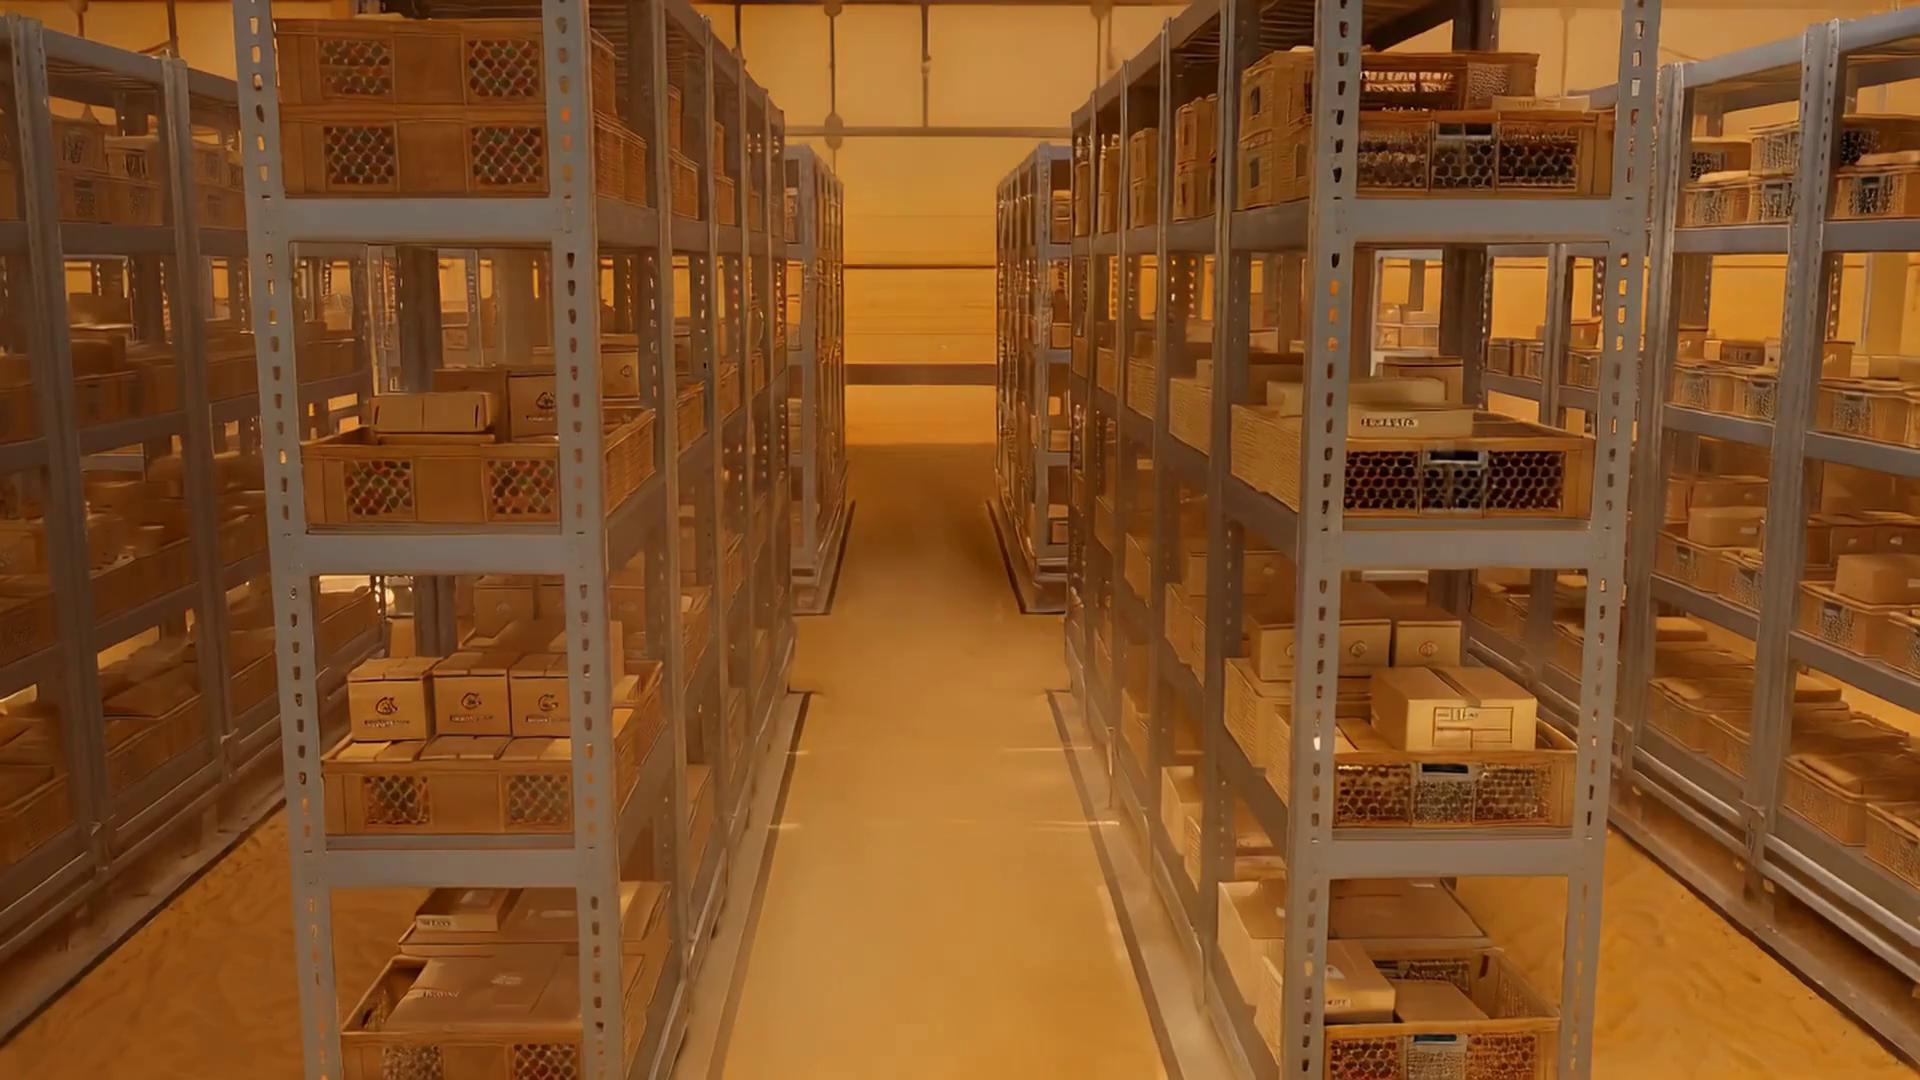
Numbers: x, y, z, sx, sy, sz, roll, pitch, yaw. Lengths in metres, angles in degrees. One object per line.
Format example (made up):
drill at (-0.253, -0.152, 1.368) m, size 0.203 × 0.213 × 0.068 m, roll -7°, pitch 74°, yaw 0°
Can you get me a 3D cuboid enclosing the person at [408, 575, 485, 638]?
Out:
person at (-3.681, -0.182, 11.986) m, size 0.797 × 1.806 × 0.589 m, roll 1°, pitch 9°, yaw 8°
